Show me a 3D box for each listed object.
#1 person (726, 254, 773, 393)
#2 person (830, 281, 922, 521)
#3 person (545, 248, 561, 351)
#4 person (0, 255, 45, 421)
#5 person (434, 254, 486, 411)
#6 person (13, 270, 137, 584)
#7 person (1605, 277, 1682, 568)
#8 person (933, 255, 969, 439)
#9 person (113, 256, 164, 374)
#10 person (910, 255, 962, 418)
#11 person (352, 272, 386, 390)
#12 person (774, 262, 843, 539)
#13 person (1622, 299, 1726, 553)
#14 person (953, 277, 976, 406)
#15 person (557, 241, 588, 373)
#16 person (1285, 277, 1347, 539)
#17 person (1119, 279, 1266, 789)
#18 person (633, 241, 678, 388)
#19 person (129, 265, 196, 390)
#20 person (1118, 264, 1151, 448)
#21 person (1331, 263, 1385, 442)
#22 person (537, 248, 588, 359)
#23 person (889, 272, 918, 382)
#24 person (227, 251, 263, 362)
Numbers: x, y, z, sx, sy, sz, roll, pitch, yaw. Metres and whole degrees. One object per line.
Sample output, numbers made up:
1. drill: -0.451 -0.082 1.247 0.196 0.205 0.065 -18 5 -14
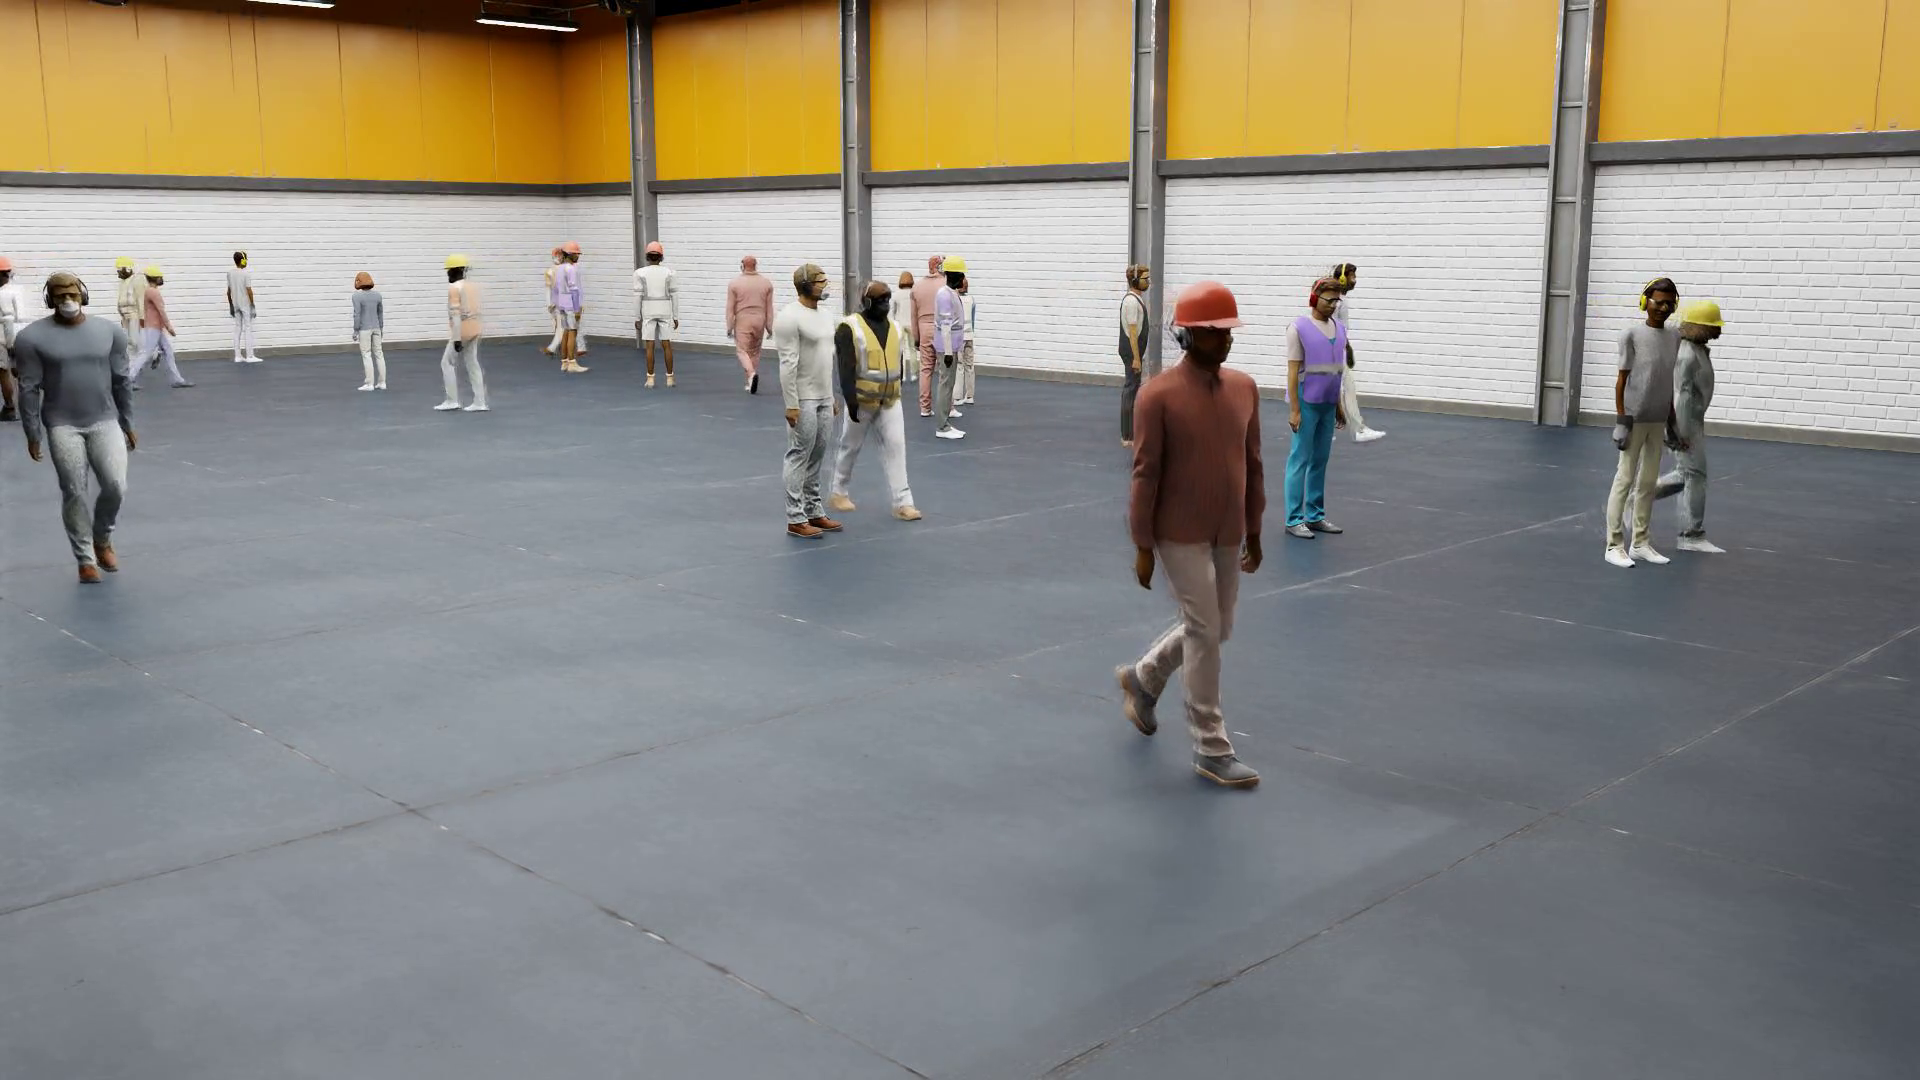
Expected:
1. person: -2.836 -2.923 22.506 0.658 1.881 0.837 -5 11 -25
2. person: -0.682 -1.067 12.652 0.626 1.799 0.969 -7 12 -33
3. person: -7.331 -4.406 30.547 0.548 1.918 0.853 -2 11 -9
4. person: -10.833 -2.319 19.135 0.714 1.915 0.559 -2 11 -10
5. person: -6.099 -2.491 20.109 0.751 1.898 0.610 2 11 10
6. person: -5.389 -0.683 10.191 0.648 1.920 0.441 -8 13 -37
7. person: 4.446 -0.756 10.756 0.518 1.865 0.330 -4 11 -21
8. person: -0.084 -2.033 17.538 0.384 1.924 0.593 1 10 5
9. person: -12.695 -3.458 25.601 0.617 1.817 0.531 7 13 34
10. person: -0.258 -2.379 19.499 0.638 1.904 0.402 6 12 28
11. person: -8.169 -2.880 22.960 0.270 1.631 0.507 6 12 29
12. person: -1.065 -0.989 11.813 0.367 1.940 0.634 5 11 24
13. person: 4.871 -0.775 11.282 0.662 1.717 0.495 7 12 33
14. person: 0.004 -2.499 20.861 0.310 1.642 0.514 8 13 39
15. person: -6.045 -3.629 25.933 0.395 2.038 0.615 -7 12 -33
16. person: 2.519 -0.941 11.828 0.563 1.837 0.389 -9 14 -39
17. person: 0.916 -0.054 6.649 0.624 1.967 0.851 -7 13 -34
18. person: -4.263 -3.153 23.330 0.614 2.041 0.393 -3 11 -15
19. person: -11.201 -2.945 23.076 0.915 1.723 0.536 -6 12 -30
20. person: 1.764 -1.840 16.715 0.345 1.846 0.506 1 10 3
21. person: 4.021 -1.914 17.156 0.887 1.824 0.560 3 11 14
22. person: -6.909 -4.079 28.777 1.011 1.889 0.659 -8 13 -37
23. person: -0.779 -3.097 24.218 0.519 1.606 0.701 0 10 2
24. person: -12.076 -3.921 27.997 0.533 1.868 0.310 4 11 20
